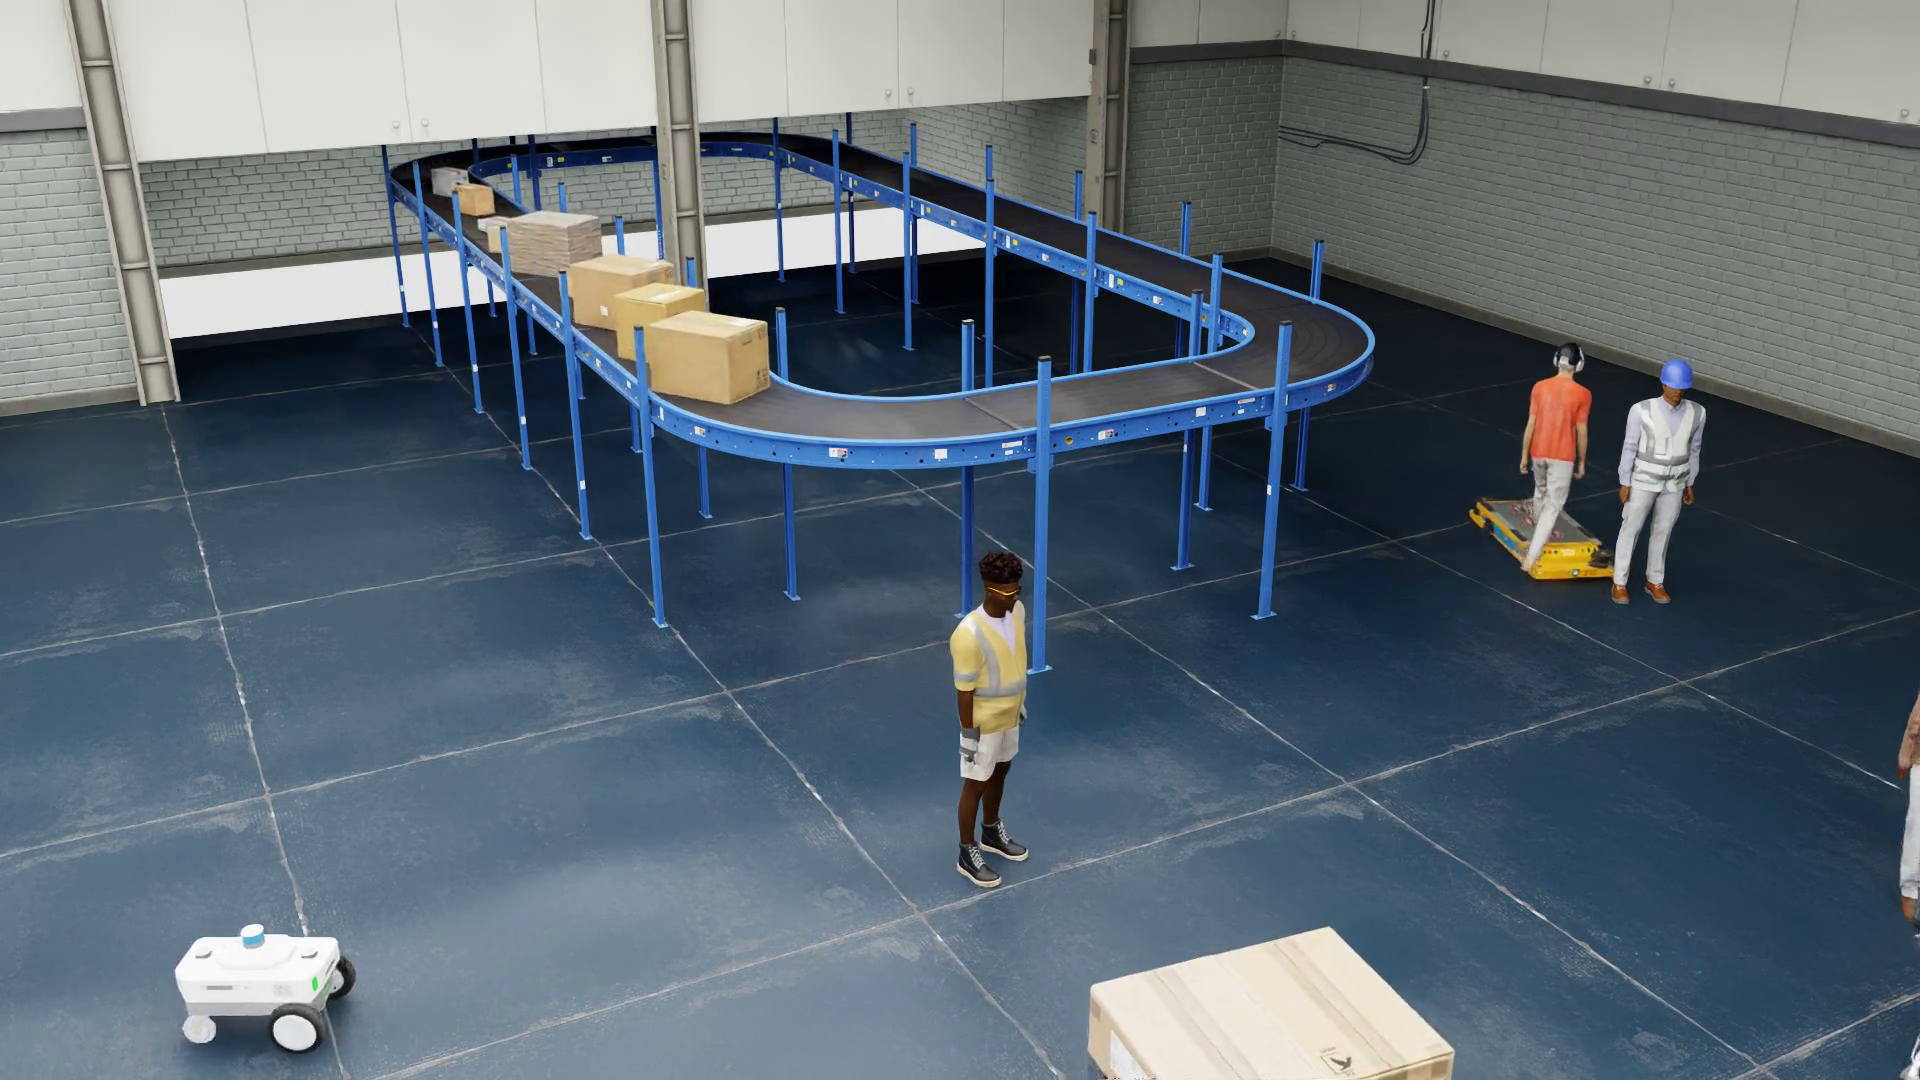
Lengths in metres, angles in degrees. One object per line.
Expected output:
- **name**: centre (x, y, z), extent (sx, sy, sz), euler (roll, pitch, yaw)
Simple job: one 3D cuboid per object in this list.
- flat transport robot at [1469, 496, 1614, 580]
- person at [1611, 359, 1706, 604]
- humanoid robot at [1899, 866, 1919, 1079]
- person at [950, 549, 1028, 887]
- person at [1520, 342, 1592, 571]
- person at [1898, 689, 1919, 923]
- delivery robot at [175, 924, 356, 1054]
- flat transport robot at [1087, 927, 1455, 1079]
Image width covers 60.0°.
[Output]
- **flat transport robot**: centre (4.860, -0.031, 13.952), extent (0.659, 0.231, 1.431), euler (-2, 22, -5)
- **person**: centre (5.343, -0.445, 12.740), extent (0.607, 1.947, 0.386), euler (-1, 22, -2)
- **humanoid robot**: centre (4.688, 1.752, 7.587), extent (0.739, 1.774, 0.532), euler (-18, 28, -38)
- **person**: centre (0.187, 0.965, 9.231), extent (0.363, 1.961, 0.612), euler (14, 26, 30)
- **person**: centre (4.773, -0.668, 13.403), extent (0.876, 1.880, 0.490), euler (-20, 29, -40)
- **person**: centre (5.356, 1.218, 9.046), extent (0.467, 1.630, 0.681), euler (4, 22, 10)
- **delivery robot**: centre (-3.405, 2.165, 8.151), extent (0.798, 0.601, 0.499), euler (0, 22, 0)
- **flat transport robot**: centre (1.301, 2.640, 7.349), extent (0.659, 0.231, 1.431), euler (-8, 23, -20)
